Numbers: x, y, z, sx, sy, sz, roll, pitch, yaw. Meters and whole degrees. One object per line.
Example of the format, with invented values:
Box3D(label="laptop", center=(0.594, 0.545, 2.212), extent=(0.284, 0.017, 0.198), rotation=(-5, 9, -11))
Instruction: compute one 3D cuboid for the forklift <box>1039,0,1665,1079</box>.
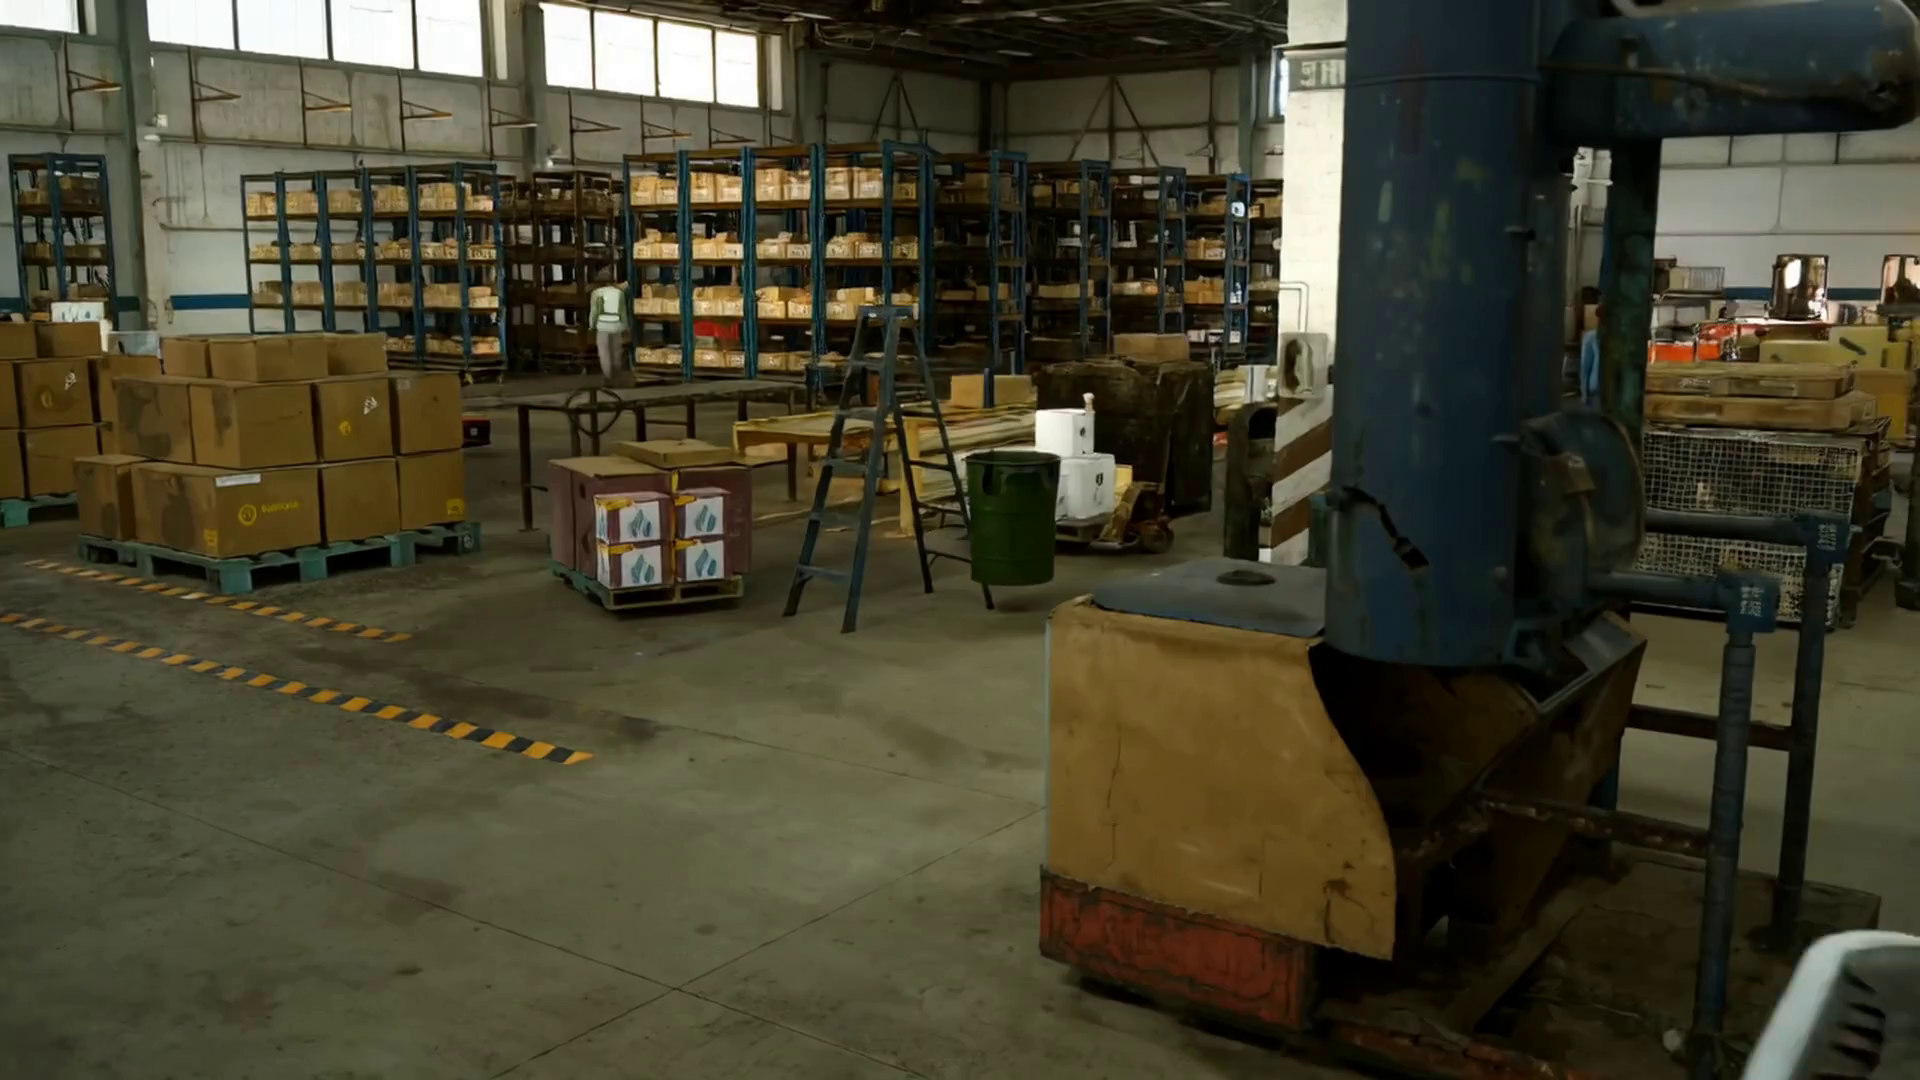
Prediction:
Box3D(label="forklift", center=(1.249, -0.137, 4.360), extent=(1.873, 2.768, 1.129), rotation=(7, 12, 35))

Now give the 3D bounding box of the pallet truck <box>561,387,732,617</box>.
Box3D(label="pallet truck", center=(-1.981, -0.274, 10.088), extent=(0.680, 1.201, 1.601), rotation=(-5, 11, -28))

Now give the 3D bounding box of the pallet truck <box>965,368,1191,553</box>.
Box3D(label="pallet truck", center=(0.845, -0.609, 11.869), extent=(1.630, 1.274, 0.653), rotation=(7, 12, 35))

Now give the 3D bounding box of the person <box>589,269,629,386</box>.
Box3D(label="person", center=(-5.760, -3.454, 27.080), extent=(0.657, 1.880, 0.765), rotation=(-7, 12, -34))

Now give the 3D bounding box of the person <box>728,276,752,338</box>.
Box3D(label="person", center=(-4.104, -4.023, 30.693), extent=(0.599, 1.811, 0.746), rotation=(5, 11, 27))

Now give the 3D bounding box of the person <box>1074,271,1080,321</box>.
Box3D(label="person", center=(2.795, -5.388, 38.779), extent=(0.596, 1.820, 0.499), rotation=(8, 13, 41))

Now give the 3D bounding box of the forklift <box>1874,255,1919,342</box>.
Box3D(label="forklift", center=(22.089, -5.634, 38.796), extent=(1.157, 1.987, 2.680), rotation=(6, 11, 33))

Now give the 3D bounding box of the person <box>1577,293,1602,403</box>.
Box3D(label="person", center=(6.440, -1.625, 16.636), extent=(0.518, 1.733, 0.864), rotation=(5, 11, 25))

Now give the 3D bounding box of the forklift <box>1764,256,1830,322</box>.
Box3D(label="forklift", center=(20.253, -5.854, 40.139), extent=(1.157, 1.987, 2.680), rotation=(7, 12, 35))
